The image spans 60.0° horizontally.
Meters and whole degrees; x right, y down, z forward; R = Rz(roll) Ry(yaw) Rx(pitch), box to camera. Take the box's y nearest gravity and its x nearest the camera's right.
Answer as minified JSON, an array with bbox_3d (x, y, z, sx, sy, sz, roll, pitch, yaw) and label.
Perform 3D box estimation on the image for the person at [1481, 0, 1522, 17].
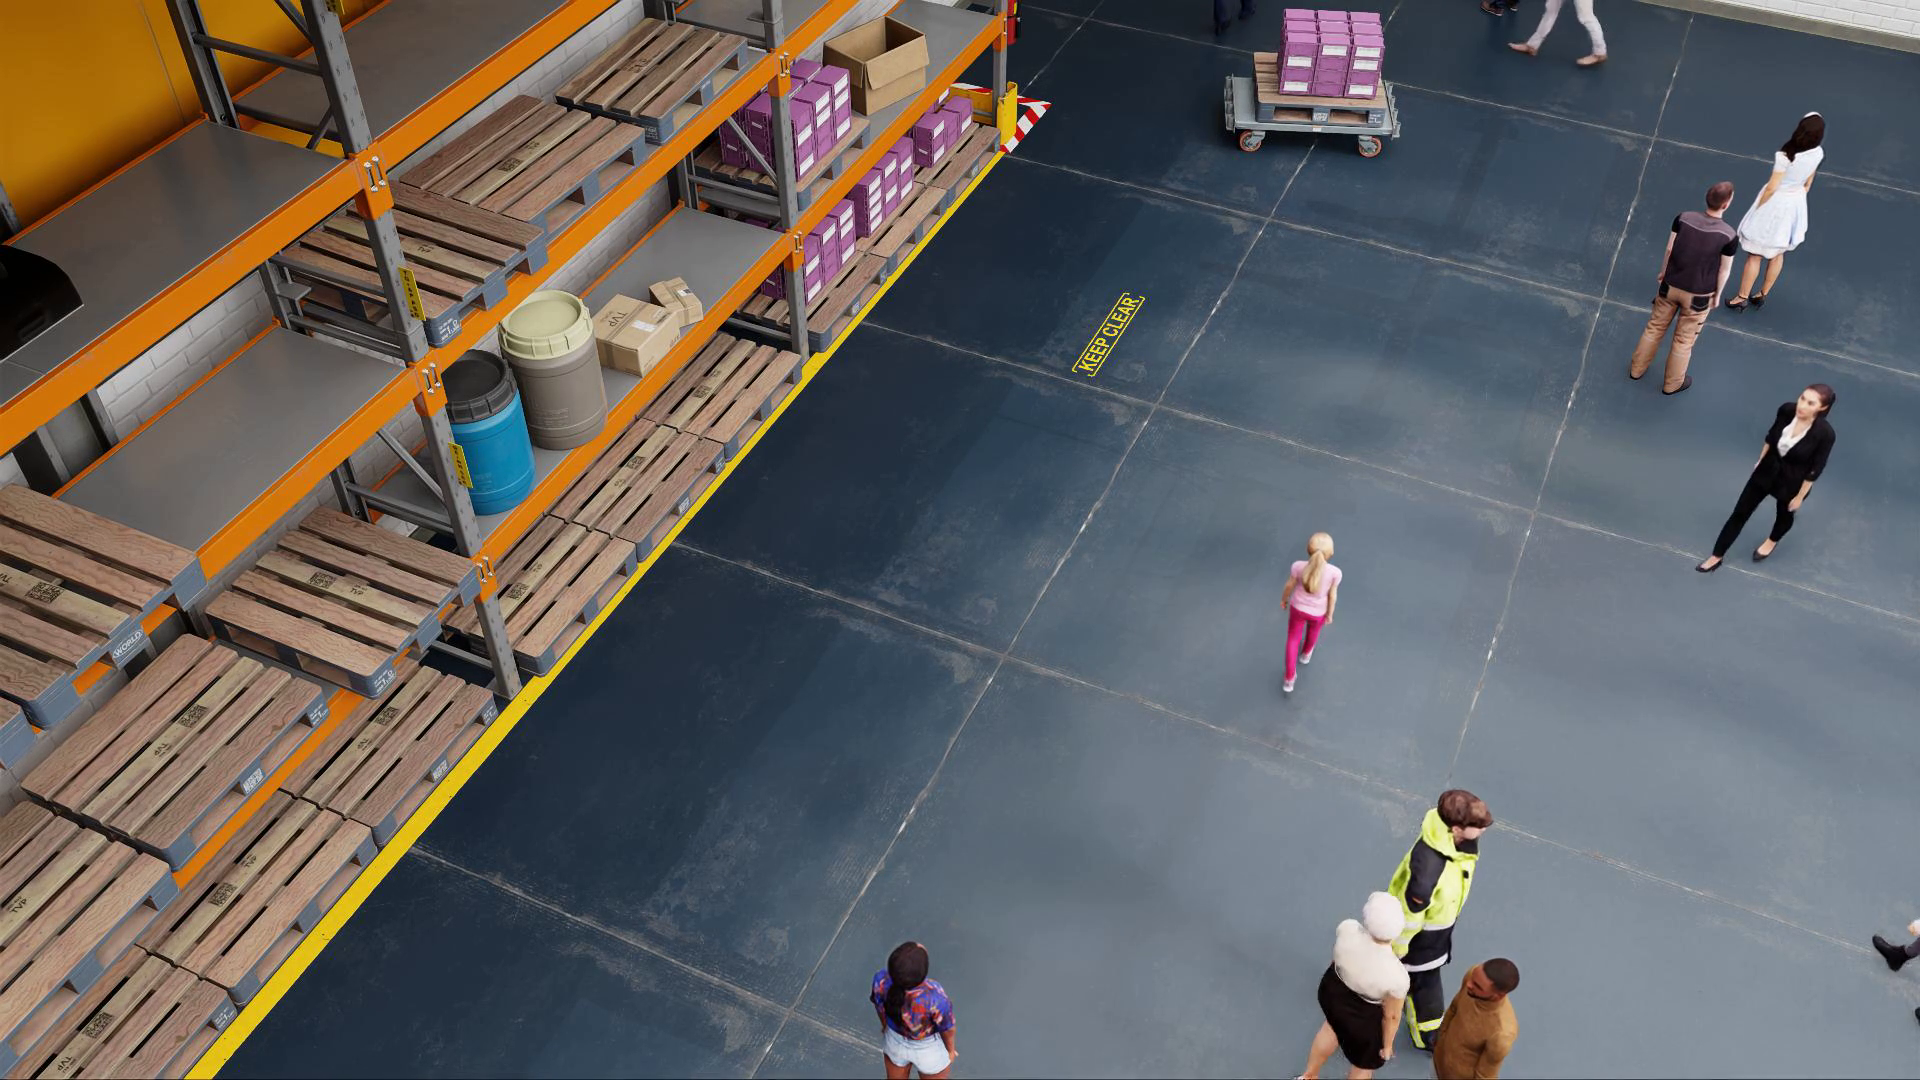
[{"bbox_3d":[5.978,-6.520,17.711,0.847,1.848,0.938,-20,47,-20],"label":"person"}]

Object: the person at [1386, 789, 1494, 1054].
[{"bbox_3d":[2.363,1.926,8.768,0.919,1.953,1.031,23,48,23],"label":"person"}]

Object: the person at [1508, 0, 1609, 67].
[{"bbox_3d":[6.355,-5.646,16.790,0.948,1.851,1.247,8,44,8],"label":"person"}]

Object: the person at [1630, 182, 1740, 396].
[{"bbox_3d":[5.664,-1.979,12.948,0.726,1.842,0.761,-33,53,-30],"label":"person"}]

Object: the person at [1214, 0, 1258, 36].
[{"bbox_3d":[2.850,-6.172,17.332,0.649,1.866,0.895,18,47,18],"label":"person"}]

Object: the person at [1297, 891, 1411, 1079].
[{"bbox_3d":[1.936,2.396,8.437,0.797,1.730,0.773,-21,48,-21],"label":"person"}]

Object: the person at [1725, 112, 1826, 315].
[{"bbox_3d":[6.734,-2.678,13.701,0.855,1.815,0.905,-8,44,-8],"label":"person"}]

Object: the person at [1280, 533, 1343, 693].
[{"bbox_3d":[2.251,0.470,10.801,0.574,1.258,0.817,11,45,11],"label":"person"}]

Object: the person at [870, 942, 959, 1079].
[{"bbox_3d":[-0.225,2.520,8.297,0.592,1.743,0.517,16,46,16],"label":"person"}]

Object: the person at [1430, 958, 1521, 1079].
[{"bbox_3d":[2.485,2.596,8.164,0.766,1.817,0.665,-5,44,-5],"label":"person"}]

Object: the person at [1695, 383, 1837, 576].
[{"bbox_3d":[5.738,-0.435,11.487,1.133,1.622,0.957,-25,49,-24],"label":"person"}]
